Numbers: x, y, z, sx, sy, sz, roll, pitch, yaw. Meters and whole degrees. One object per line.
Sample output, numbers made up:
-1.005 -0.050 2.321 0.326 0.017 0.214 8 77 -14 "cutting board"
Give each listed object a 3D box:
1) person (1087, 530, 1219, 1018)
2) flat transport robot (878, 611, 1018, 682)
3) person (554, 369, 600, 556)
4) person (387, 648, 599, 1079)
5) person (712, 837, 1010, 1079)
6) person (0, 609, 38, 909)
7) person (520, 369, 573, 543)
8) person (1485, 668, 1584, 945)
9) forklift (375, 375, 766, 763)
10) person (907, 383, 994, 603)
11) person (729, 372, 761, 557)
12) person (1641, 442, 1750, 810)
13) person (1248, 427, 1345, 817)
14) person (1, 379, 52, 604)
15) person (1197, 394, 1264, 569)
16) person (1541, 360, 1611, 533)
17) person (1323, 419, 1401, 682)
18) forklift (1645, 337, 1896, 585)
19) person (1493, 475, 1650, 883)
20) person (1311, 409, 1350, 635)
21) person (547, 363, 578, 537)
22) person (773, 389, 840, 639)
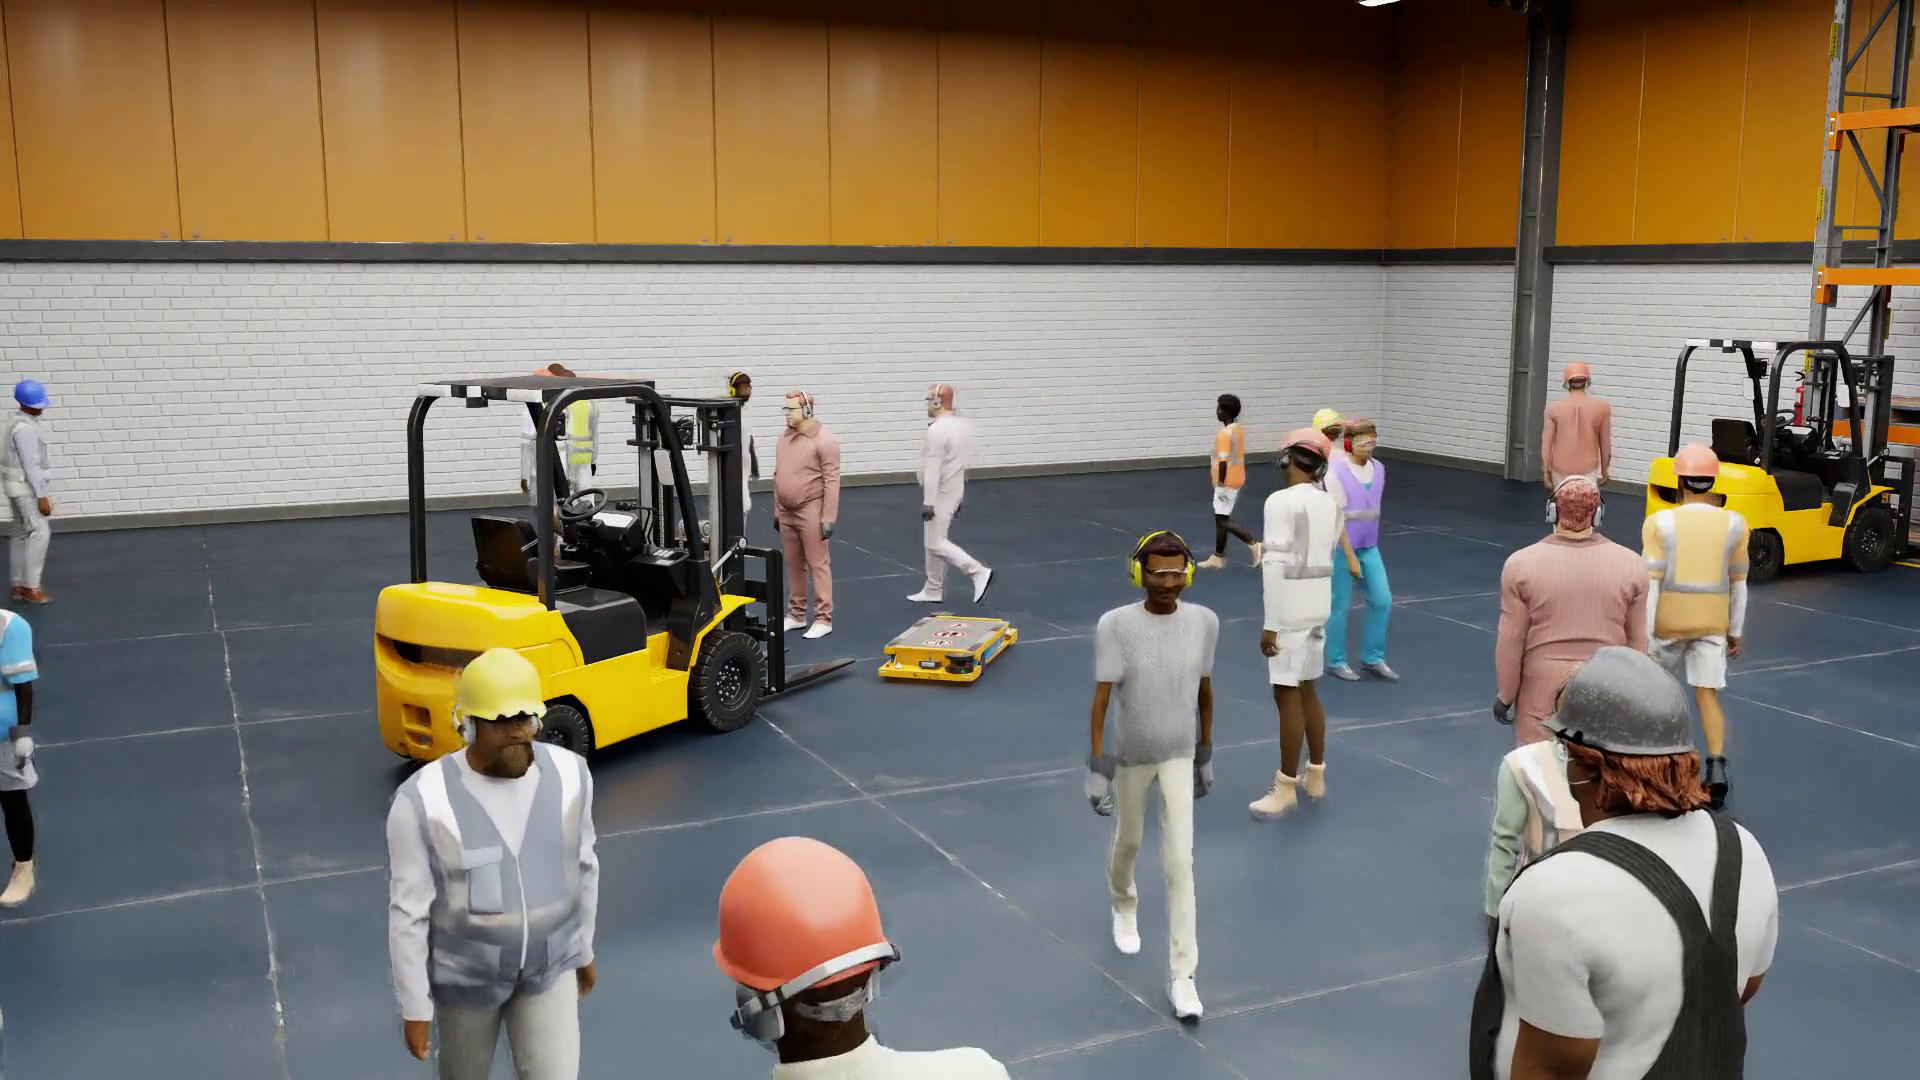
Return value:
0.751 0.850 6.527 0.547 1.818 1.001 -1 9 -4 "person"
-0.062 0.750 11.907 0.652 0.197 1.431 2 9 15 "flat transport robot"
-3.864 -0.763 16.432 0.622 1.845 0.429 -8 12 -42 "person"
-1.276 1.169 4.641 0.604 1.783 0.948 -6 11 -31 "person"
-0.142 1.419 2.480 0.626 1.978 0.561 -5 11 -30 "person"
-4.195 0.842 7.024 0.557 1.649 0.847 -1 9 -8 "person"
-3.788 -0.642 15.535 0.798 1.897 0.581 7 12 37 "person"
1.880 1.170 5.126 0.515 1.624 0.407 0 9 1 "person"
-2.268 0.149 9.685 1.214 2.155 2.313 6 11 32 "forklift"
-0.094 -0.371 13.878 0.698 1.879 0.644 2 9 13 "person"
-2.159 -0.707 16.123 0.422 1.848 0.567 3 10 16 "person"
3.874 0.439 8.794 0.554 1.905 0.902 2 9 9 "person"
1.712 0.423 8.672 0.392 1.992 0.765 8 12 41 "person"
-7.887 -0.409 14.069 0.430 1.900 0.671 -6 11 -32 "person"
2.556 -0.522 15.457 0.661 1.678 0.540 4 10 25 "person"
5.763 -0.691 15.583 0.630 1.971 0.670 3 10 19 "person"
2.694 0.090 11.219 0.575 1.813 0.633 -6 11 -32 "person"
7.551 -0.789 15.507 2.313 2.155 1.214 -4 10 -25 "forklift"
2.691 0.664 7.374 0.636 1.911 0.405 1 9 9 "person"
2.815 -0.143 12.888 0.547 1.740 0.662 -2 9 -14 "person"
-4.230 -0.946 17.592 0.621 1.837 0.429 -2 9 -13 "person"
-1.213 -0.199 12.736 0.651 1.906 0.401 8 12 42 "person"
